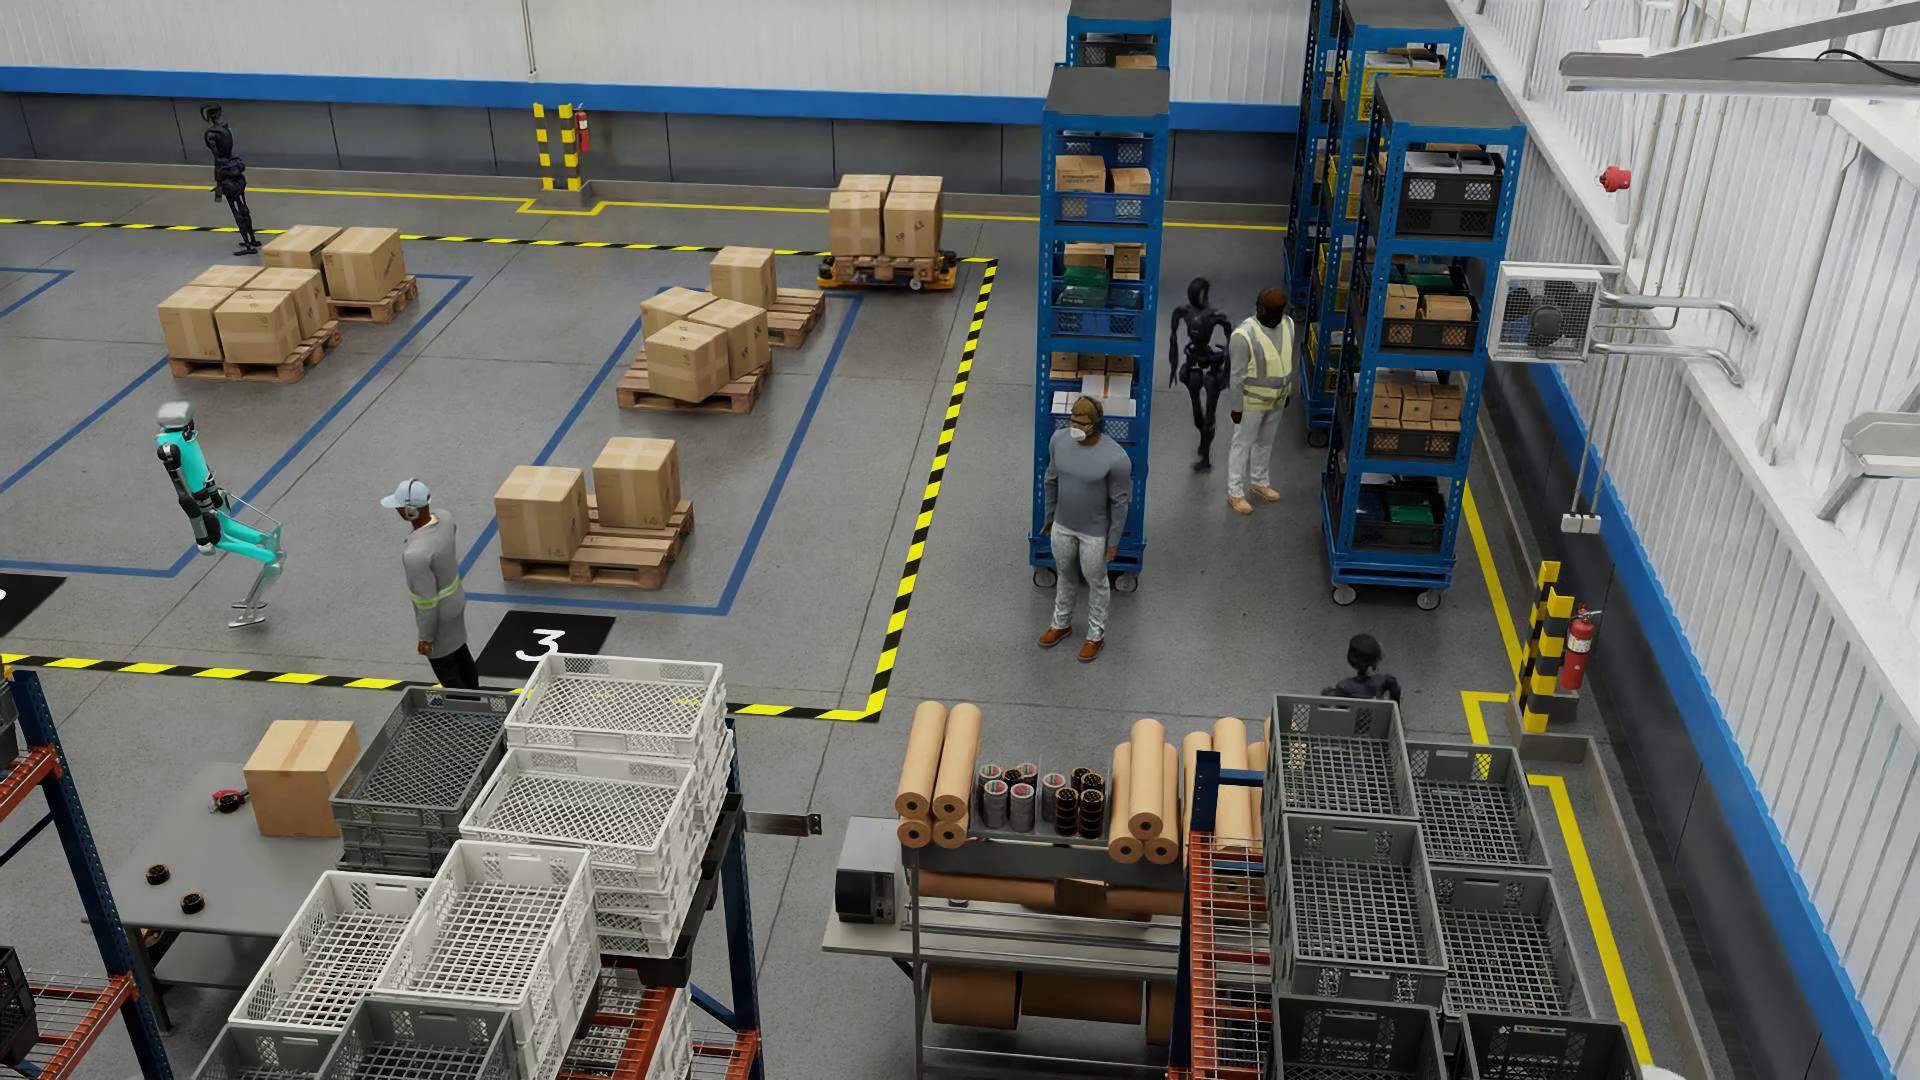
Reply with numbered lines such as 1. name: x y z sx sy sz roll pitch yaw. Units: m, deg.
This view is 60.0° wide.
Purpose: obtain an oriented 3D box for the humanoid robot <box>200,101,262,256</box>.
1. humanoid robot: -7.913 -3.919 17.991 0.315 1.655 0.599 -3 30 -4

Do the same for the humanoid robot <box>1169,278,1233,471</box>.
1. humanoid robot: 1.986 -1.385 13.669 0.609 1.627 0.627 16 34 25

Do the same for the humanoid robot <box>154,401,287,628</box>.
1. humanoid robot: -4.968 -0.185 11.396 0.735 1.680 0.533 -5 31 -9

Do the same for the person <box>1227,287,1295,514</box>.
1. person: 2.360 -1.104 13.006 0.632 1.841 0.429 -21 36 -32

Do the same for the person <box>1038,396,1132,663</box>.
1. person: 0.822 -0.083 11.157 0.626 1.940 0.372 20 36 31

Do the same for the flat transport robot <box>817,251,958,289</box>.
1. flat transport robot: -0.759 -2.877 17.587 1.431 0.197 0.652 2 30 3

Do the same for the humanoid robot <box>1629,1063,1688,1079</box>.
1. humanoid robot: 2.483 2.881 6.302 0.529 1.781 1.003 9 31 15

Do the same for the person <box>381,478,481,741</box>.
1. person: -3.272 0.443 10.339 0.387 1.850 0.597 1 30 2

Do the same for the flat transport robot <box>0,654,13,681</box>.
1. flat transport robot: -7.142 0.969 11.010 1.431 0.231 0.659 3 30 6

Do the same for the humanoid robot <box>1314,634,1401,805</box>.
1. humanoid robot: 2.128 1.242 9.187 0.611 1.626 0.773 -12 32 -19
